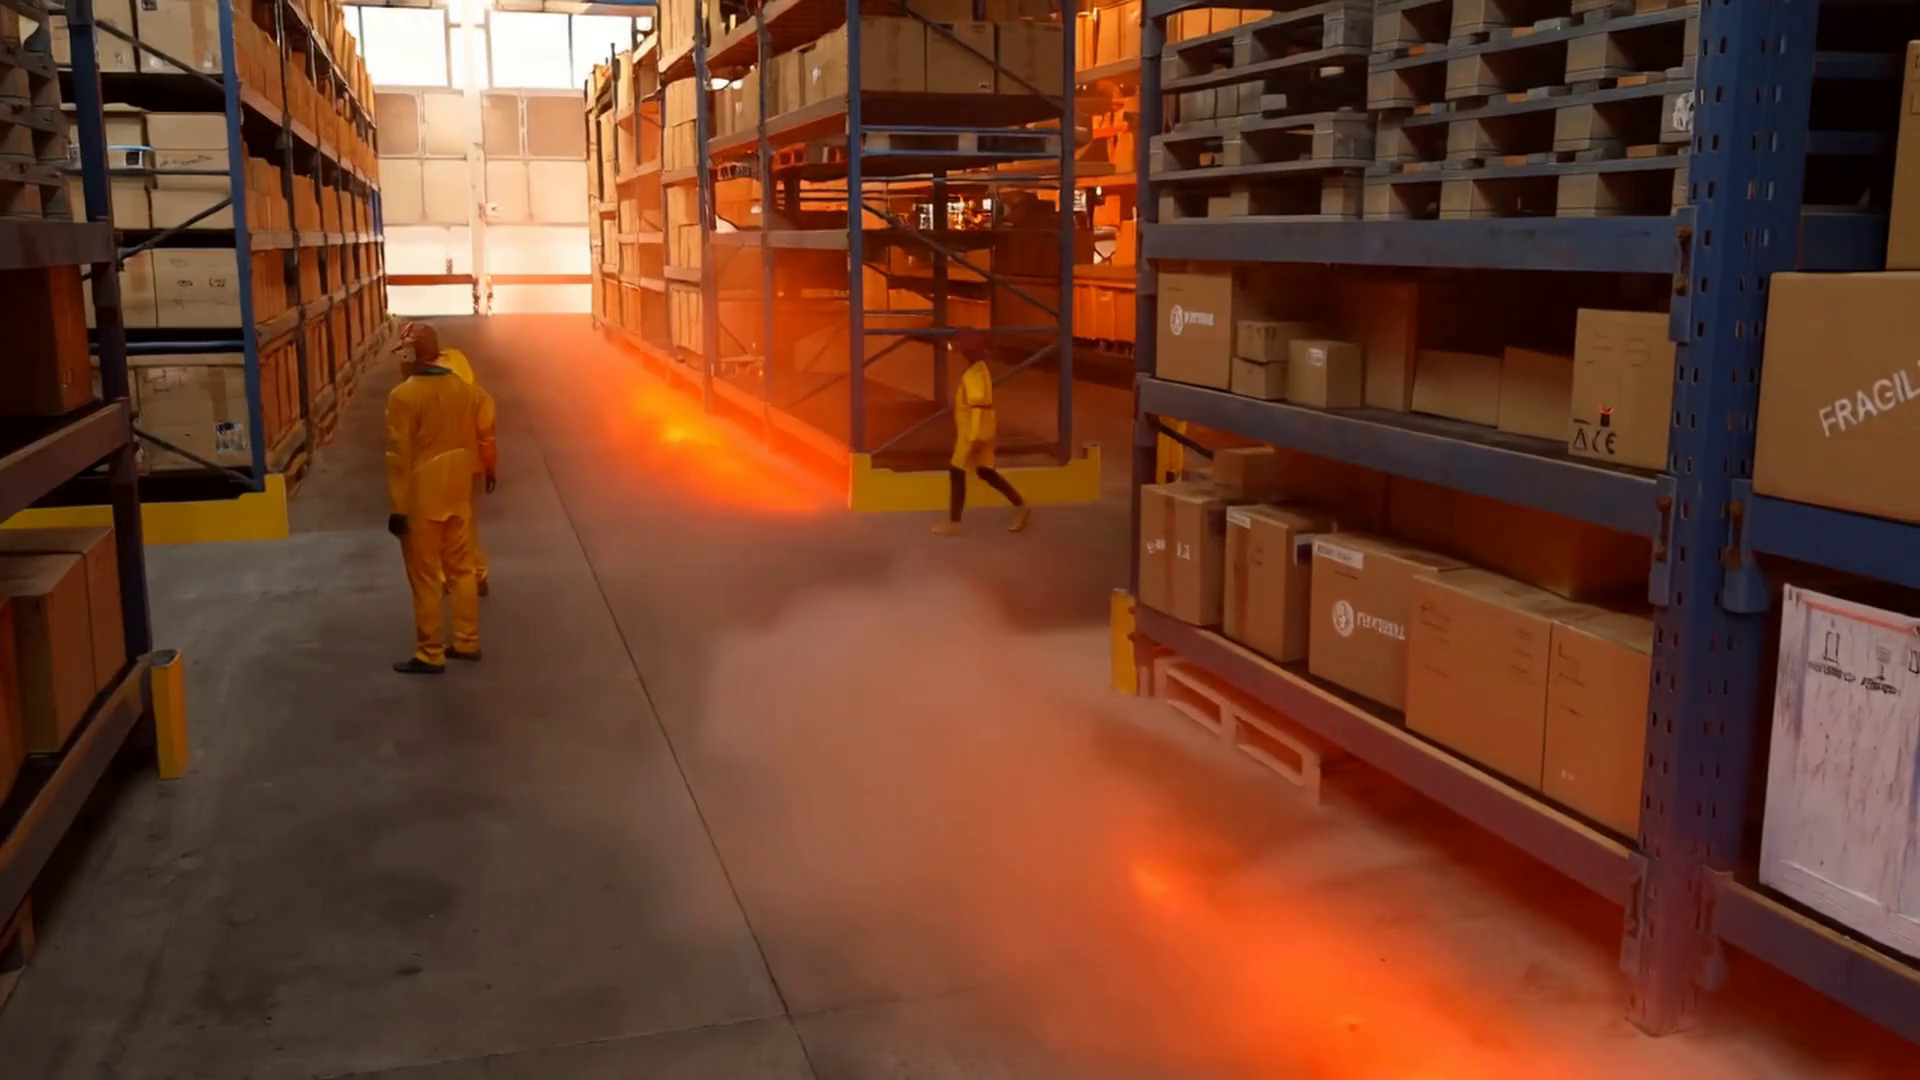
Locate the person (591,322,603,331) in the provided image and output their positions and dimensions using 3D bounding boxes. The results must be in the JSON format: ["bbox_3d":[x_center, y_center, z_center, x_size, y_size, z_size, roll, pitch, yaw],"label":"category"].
[{"bbox_3d":[-8.944,-6.144,41.672,0.756,1.808,0.600,-3,11,-14],"label":"person"}]

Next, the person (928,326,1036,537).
[{"bbox_3d":[0.185,-0.846,13.035,0.787,1.665,0.532,2,10,9],"label":"person"}]

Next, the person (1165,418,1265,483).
[{"bbox_3d":[1.600,-0.470,10.494,0.636,1.842,0.429,-1,10,-5],"label":"person"}]

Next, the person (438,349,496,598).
[{"bbox_3d":[-3.269,-0.428,10.834,0.498,1.634,0.284,0,10,-1],"label":"person"}]

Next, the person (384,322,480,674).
[{"bbox_3d":[-2.886,-0.229,9.030,0.399,1.900,0.647,4,11,20],"label":"person"}]
